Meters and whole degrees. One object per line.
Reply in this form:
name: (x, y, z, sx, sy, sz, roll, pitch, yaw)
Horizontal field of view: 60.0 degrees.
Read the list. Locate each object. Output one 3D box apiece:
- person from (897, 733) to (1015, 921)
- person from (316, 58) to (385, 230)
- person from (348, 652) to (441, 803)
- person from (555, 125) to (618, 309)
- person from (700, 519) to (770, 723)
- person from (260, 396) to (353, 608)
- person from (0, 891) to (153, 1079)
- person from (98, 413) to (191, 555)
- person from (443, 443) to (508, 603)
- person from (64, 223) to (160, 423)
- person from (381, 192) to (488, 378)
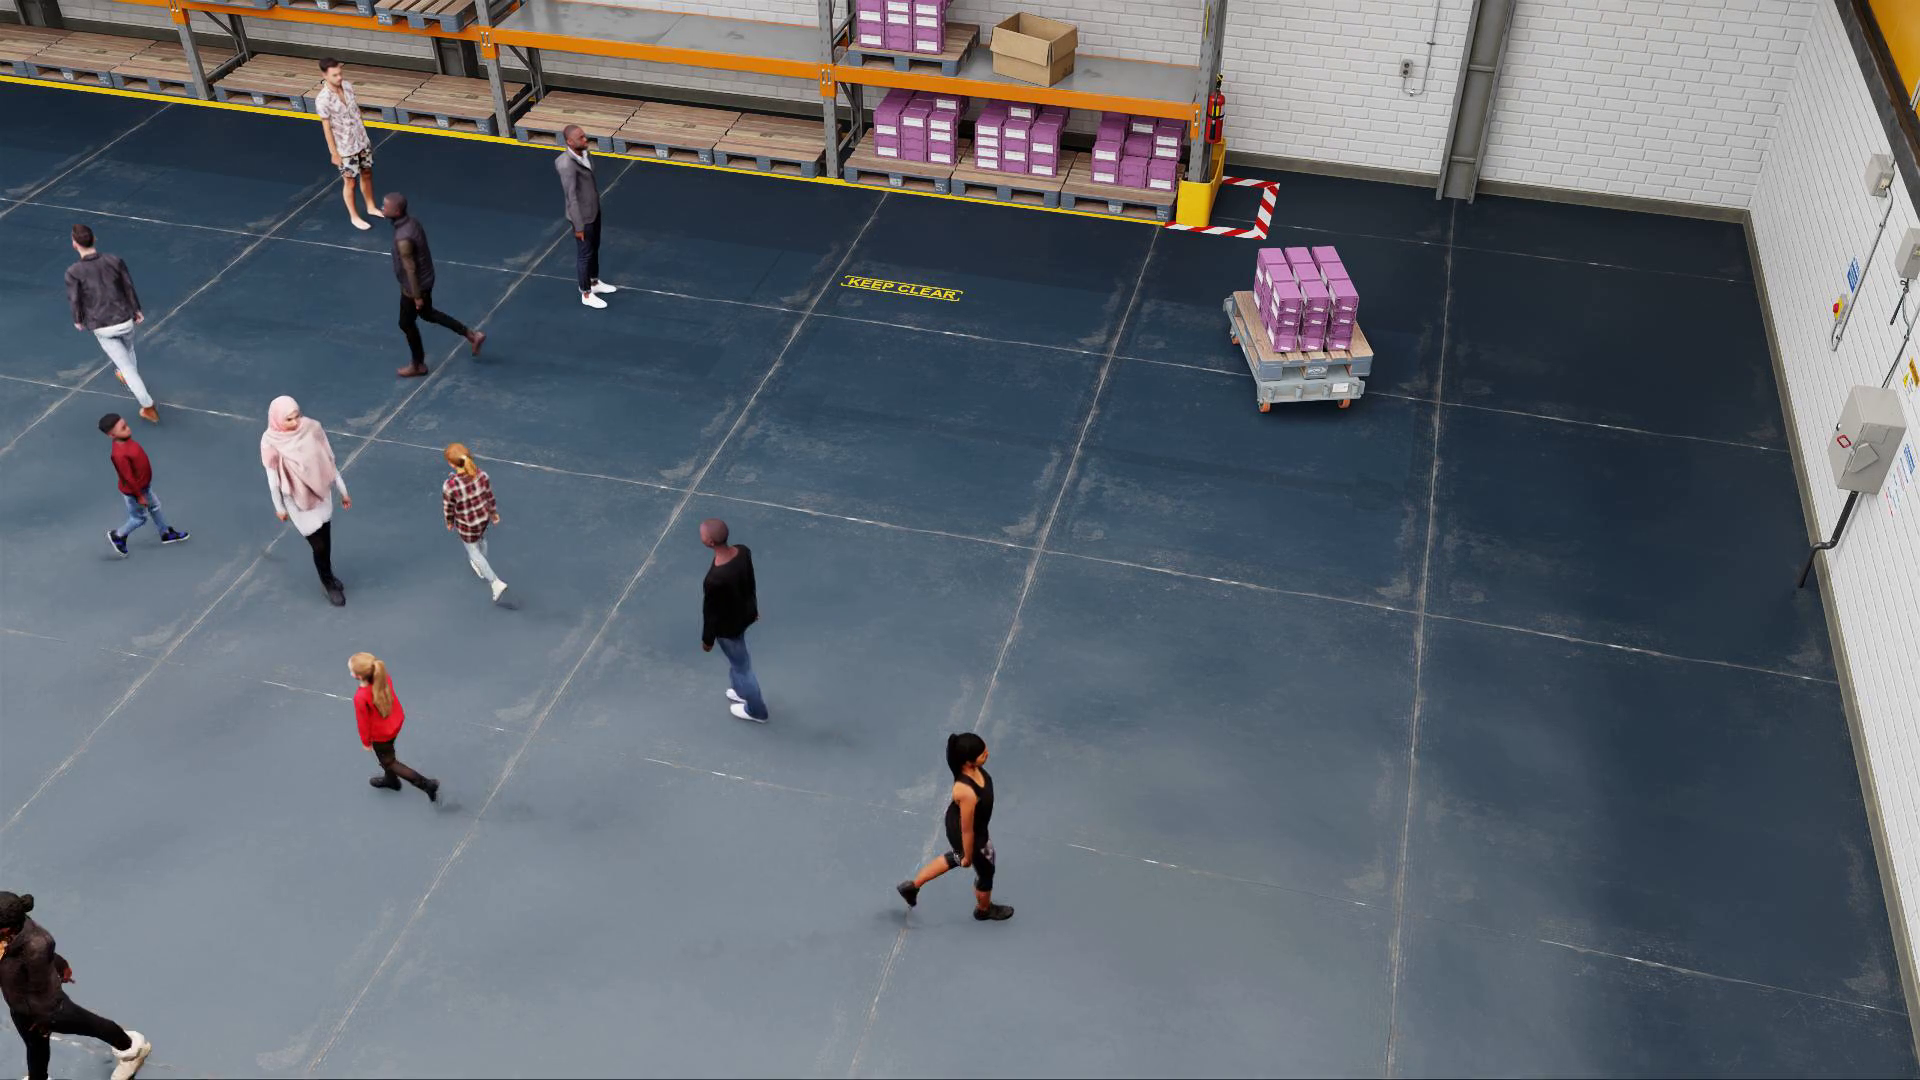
person: (-0.025, 1.730, 9.945, 1.038, 1.647, 0.804, -3, 39, -3)
person: (-6.314, -4.108, 17.123, 0.632, 1.811, 0.710, 16, 41, 20)
person: (-3.717, 1.239, 10.865, 0.809, 1.265, 0.482, 10, 40, 13)
person: (-3.593, -3.112, 15.872, 0.576, 1.817, 0.720, 7, 39, 9)
person: (-1.459, 0.582, 11.315, 0.681, 1.730, 0.664, 17, 42, 20)
person: (-4.917, -0.345, 12.432, 0.837, 1.786, 0.789, 28, 47, 31)
person: (-5.052, 2.551, 8.903, 1.023, 1.664, 0.881, -2, 39, -3)
person: (-6.493, -0.425, 12.967, 0.851, 1.243, 0.697, -7, 39, -9)
person: (-3.645, -0.132, 12.566, 0.809, 1.286, 0.941, -29, 47, -31)
person: (-7.222, -1.815, 14.258, 1.181, 1.804, 0.966, 27, 46, 30)
person: (-4.771, -2.289, 14.846, 1.200, 1.811, 0.984, -6, 39, -8)
